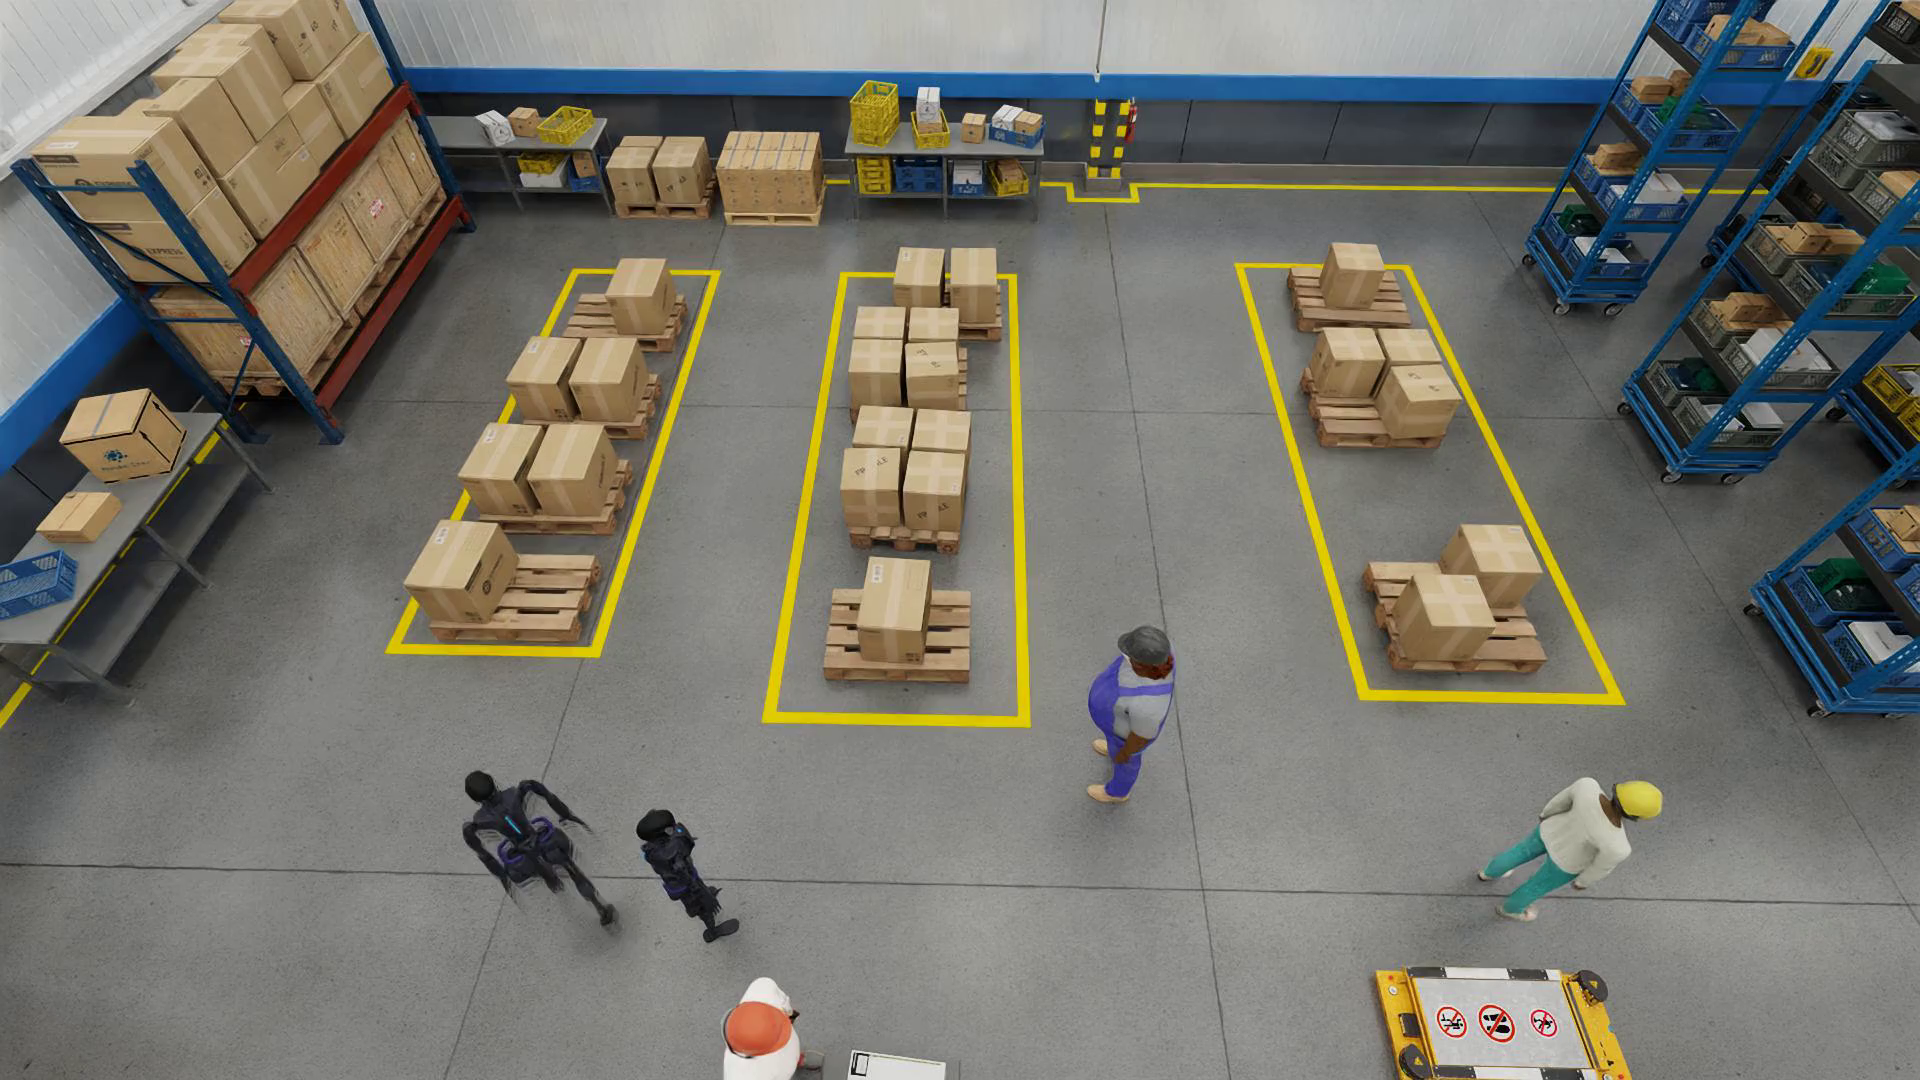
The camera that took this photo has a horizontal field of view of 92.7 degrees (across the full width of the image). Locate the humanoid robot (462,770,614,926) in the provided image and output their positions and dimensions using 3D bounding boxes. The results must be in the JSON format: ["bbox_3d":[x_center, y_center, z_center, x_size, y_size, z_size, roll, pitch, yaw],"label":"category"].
[{"bbox_3d":[-2.721,2.031,5.949,0.608,1.619,0.760,-36,59,-26],"label":"humanoid robot"}]

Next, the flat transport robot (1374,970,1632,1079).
[{"bbox_3d":[3.501,3.133,5.914,1.431,0.197,0.652,1,51,1],"label":"flat transport robot"}]

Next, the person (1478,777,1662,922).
[{"bbox_3d":[3.915,1.978,5.907,0.324,1.767,0.531,-3,51,-3],"label":"person"}]

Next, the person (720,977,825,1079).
[{"bbox_3d":[-1.011,2.866,5.045,0.405,1.986,0.615,4,51,3],"label":"person"}]

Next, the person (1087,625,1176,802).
[{"bbox_3d":[1.145,1.202,6.364,0.537,2.000,0.673,12,52,10],"label":"person"}]

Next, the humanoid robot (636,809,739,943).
[{"bbox_3d":[-1.739,2.112,5.847,0.329,1.657,0.583,-32,57,-23],"label":"humanoid robot"}]
